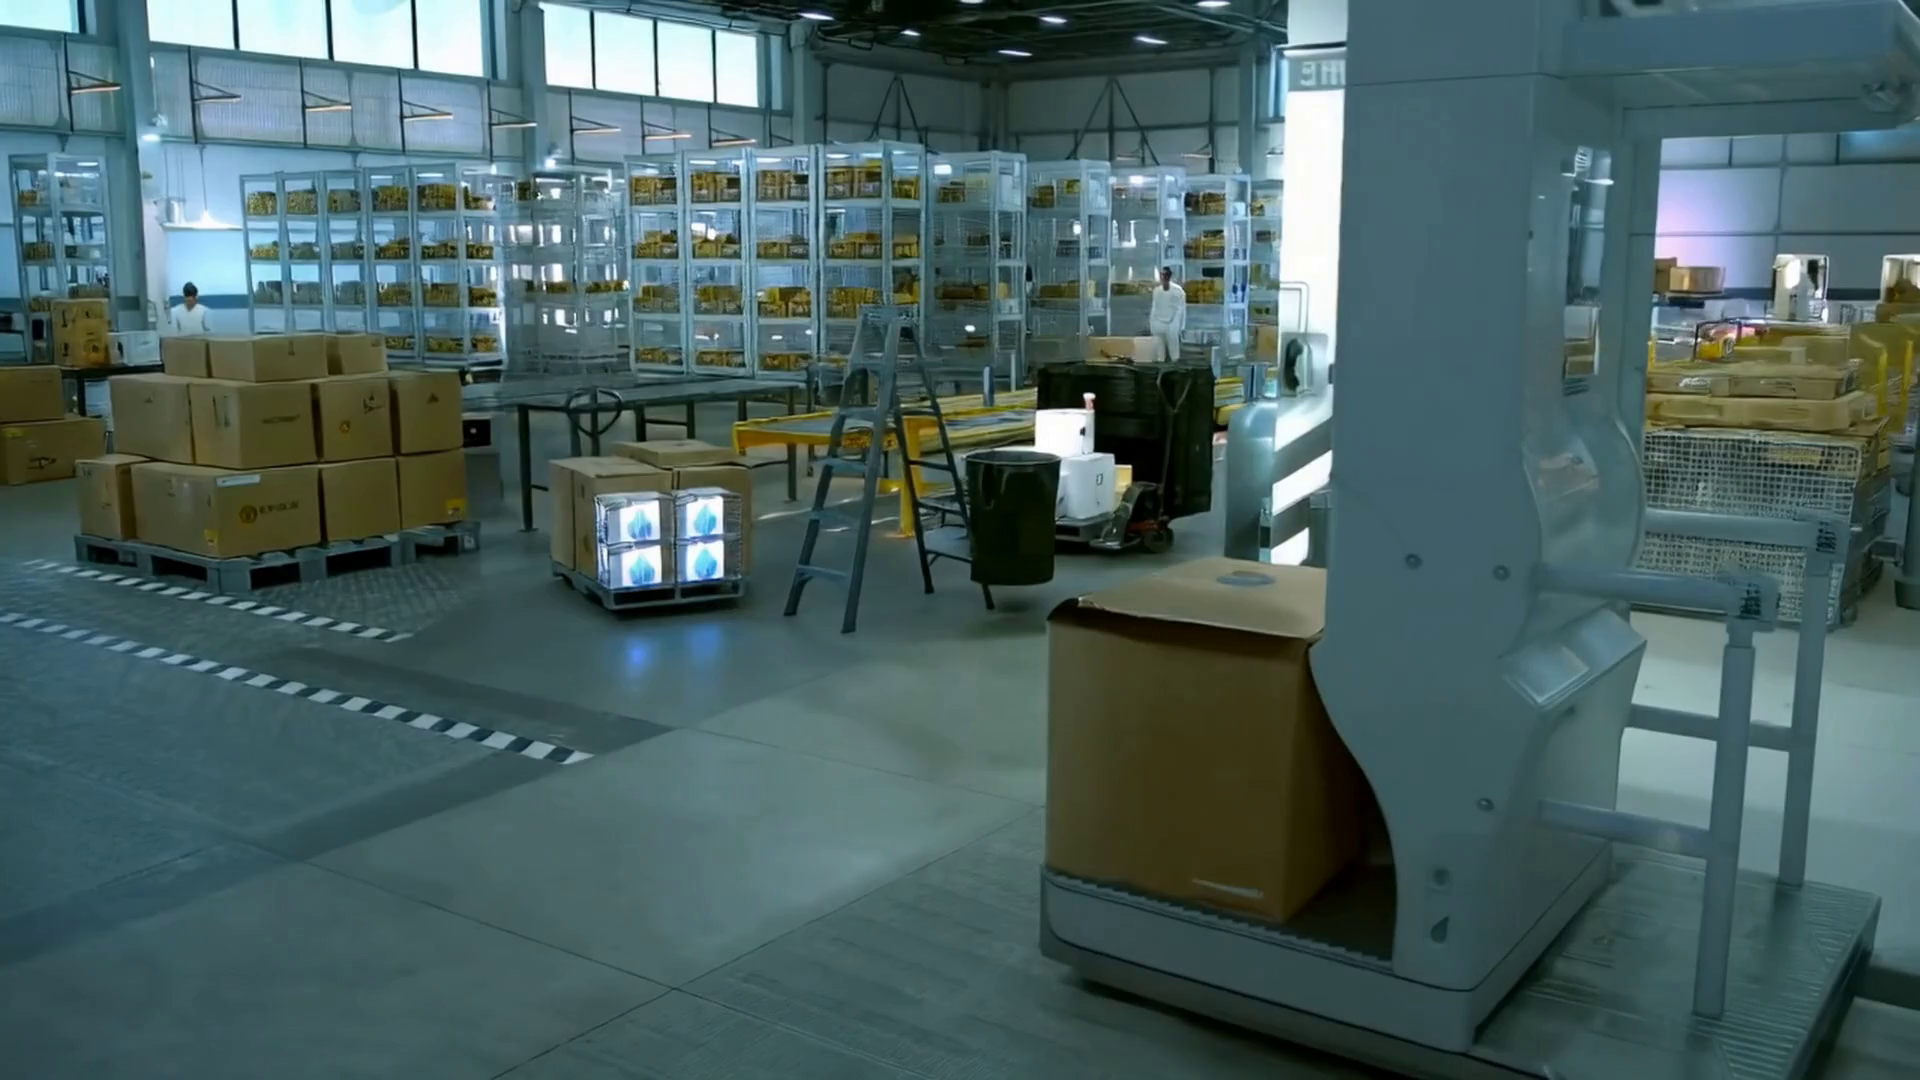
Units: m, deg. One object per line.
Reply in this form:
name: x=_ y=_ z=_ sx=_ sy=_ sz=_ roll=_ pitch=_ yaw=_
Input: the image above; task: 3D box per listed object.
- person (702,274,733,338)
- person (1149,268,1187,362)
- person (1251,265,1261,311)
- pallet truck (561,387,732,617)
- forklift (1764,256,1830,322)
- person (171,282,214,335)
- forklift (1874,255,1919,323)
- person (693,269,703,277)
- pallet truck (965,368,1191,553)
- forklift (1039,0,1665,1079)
person: x=-4.372 y=-3.931 z=30.208 sx=0.587 sy=1.802 sz=0.776 roll=3 pitch=10 yaw=17
person: x=3.366 y=-3.492 z=27.232 sx=0.654 sy=1.906 sz=0.406 roll=7 pitch=12 yaw=35
person: x=8.357 y=-6.865 z=47.117 sx=0.619 sy=1.976 sz=0.643 roll=-6 pitch=11 yaw=-33
pallet truck: x=-1.981 y=-0.274 z=10.088 sx=0.680 sy=1.201 sz=1.601 roll=-5 pitch=11 yaw=-28
forklift: x=20.253 y=-5.854 z=40.139 sx=1.157 sy=1.987 sz=2.680 roll=7 pitch=12 yaw=35
person: x=-10.627 y=-2.711 z=23.094 sx=0.565 sy=1.730 sz=0.741 roll=0 pitch=10 yaw=1
forklift: x=22.089 y=-5.634 z=38.796 sx=1.157 sy=1.987 sz=2.680 roll=6 pitch=11 yaw=33
person: x=-6.922 y=-6.218 z=43.816 sx=0.618 sy=1.786 sz=0.911 roll=4 pitch=10 yaw=21
pallet truck: x=0.845 y=-0.609 z=11.869 sx=1.630 sy=1.274 sz=0.653 roll=7 pitch=12 yaw=35
forklift: x=1.249 y=-0.137 z=4.360 sx=1.873 sy=2.768 sz=1.129 roll=7 pitch=12 yaw=35
